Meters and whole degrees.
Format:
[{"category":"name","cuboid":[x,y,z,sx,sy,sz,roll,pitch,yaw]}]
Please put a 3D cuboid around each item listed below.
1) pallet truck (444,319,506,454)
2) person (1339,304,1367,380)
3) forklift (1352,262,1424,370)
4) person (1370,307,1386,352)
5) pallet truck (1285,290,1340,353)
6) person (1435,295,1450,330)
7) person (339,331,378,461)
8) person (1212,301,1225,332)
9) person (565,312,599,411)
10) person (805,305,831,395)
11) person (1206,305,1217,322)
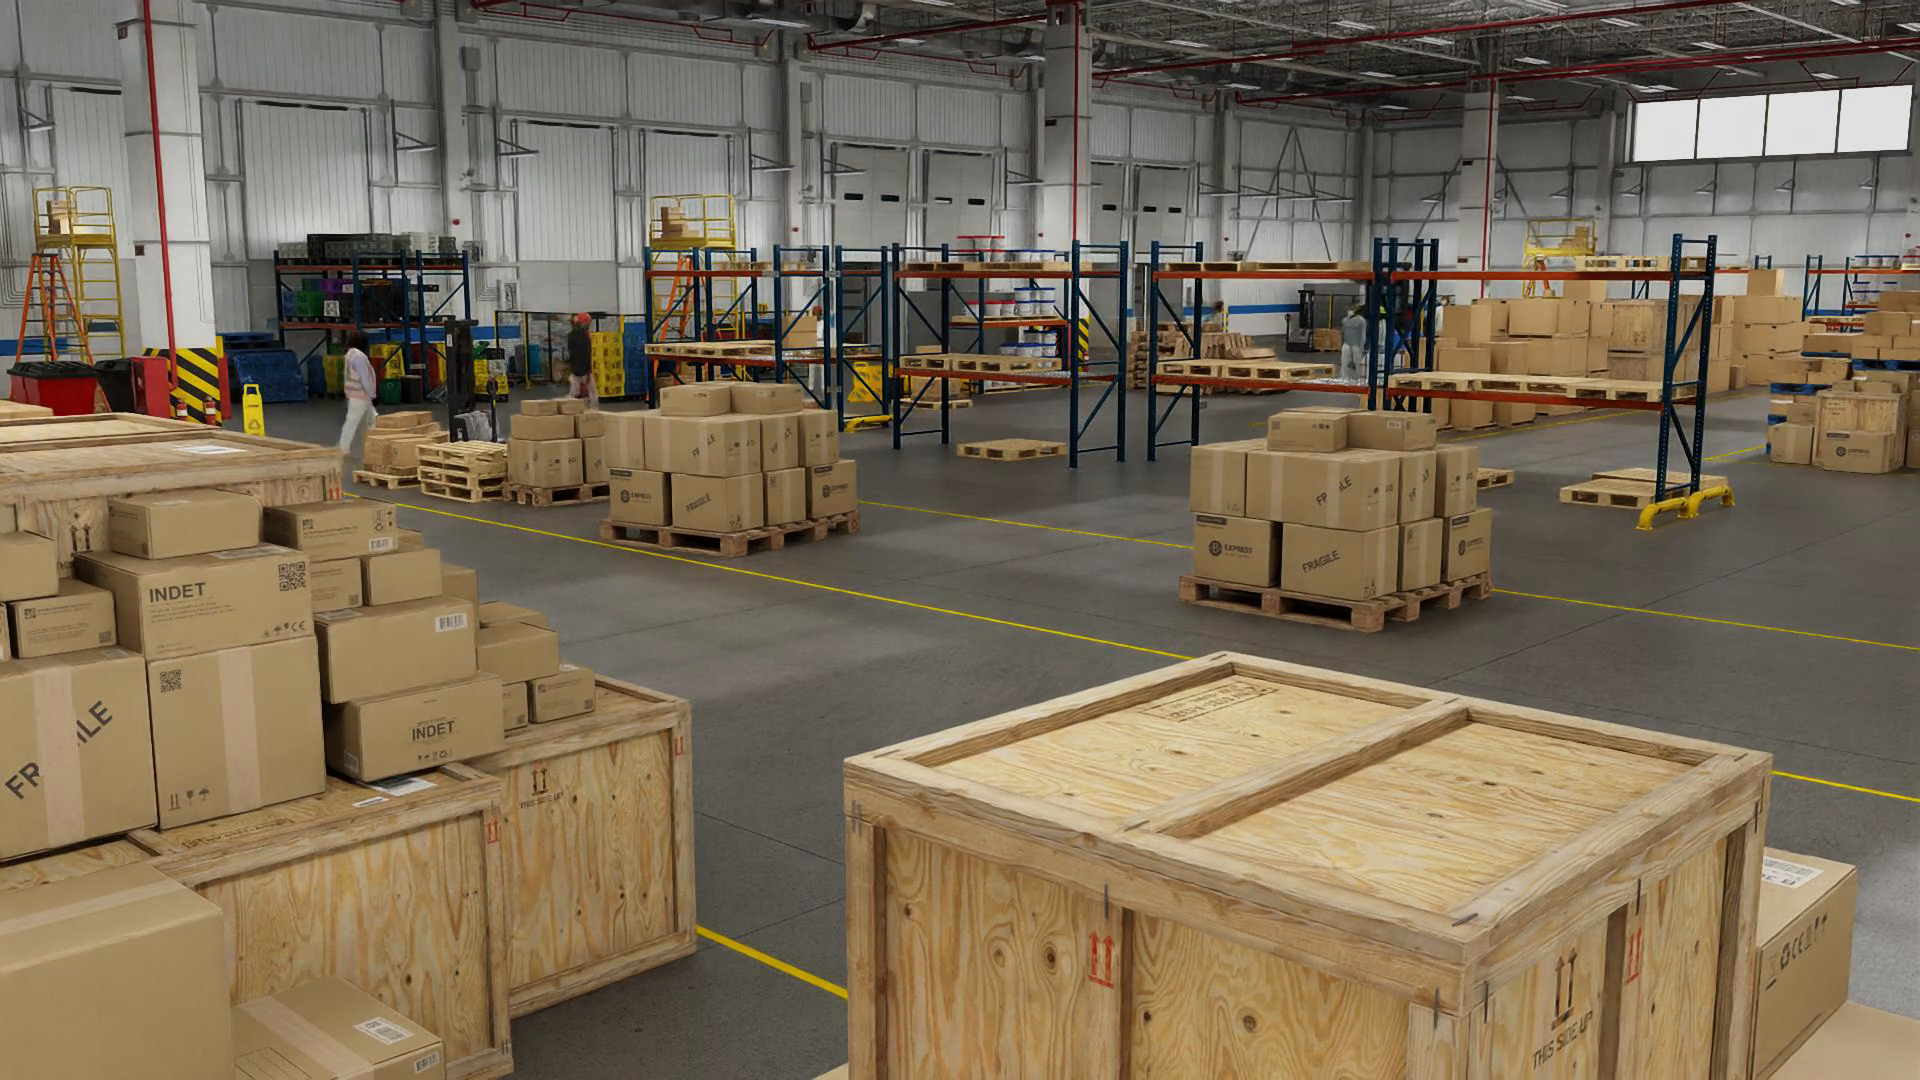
[{"category":"pallet truck","cuboid":[-6.981,-1.942,22.150,1.885,1.965,0.823,1,9,9]},{"category":"person","cuboid":[8.660,-4.270,36.770,0.653,1.883,1.007,8,12,40]},{"category":"forklift","cuboid":[10.939,-5.655,42.217,1.129,2.768,1.873,-2,9,-12]},{"category":"person","cuboid":[10.203,-4.808,40.501,0.492,1.742,0.320,-5,11,-28]},{"category":"pallet truck","cuboid":[11.297,-6.951,52.861,1.885,1.965,0.823,-5,11,-29]},{"category":"person","cuboid":[13.243,-5.723,45.511,0.627,1.940,0.372,7,12,38]},{"category":"person","cuboid":[-8.255,-1.998,23.135,0.964,1.790,0.649,-4,10,-23]},{"category":"person","cuboid":[6.778,-5.248,42.962,0.793,1.814,0.522,0,9,-1]},{"category":"person","cuboid":[-6.402,-2.839,27.893,0.641,1.947,0.982,8,12,41]},{"category":"person","cuboid":[-3.014,-4.003,35.125,0.572,1.887,0.356,1,9,3]},{"category":"person","cuboid":[7.455,-6.117,48.968,0.536,1.597,0.860,-1,9,-5]}]
